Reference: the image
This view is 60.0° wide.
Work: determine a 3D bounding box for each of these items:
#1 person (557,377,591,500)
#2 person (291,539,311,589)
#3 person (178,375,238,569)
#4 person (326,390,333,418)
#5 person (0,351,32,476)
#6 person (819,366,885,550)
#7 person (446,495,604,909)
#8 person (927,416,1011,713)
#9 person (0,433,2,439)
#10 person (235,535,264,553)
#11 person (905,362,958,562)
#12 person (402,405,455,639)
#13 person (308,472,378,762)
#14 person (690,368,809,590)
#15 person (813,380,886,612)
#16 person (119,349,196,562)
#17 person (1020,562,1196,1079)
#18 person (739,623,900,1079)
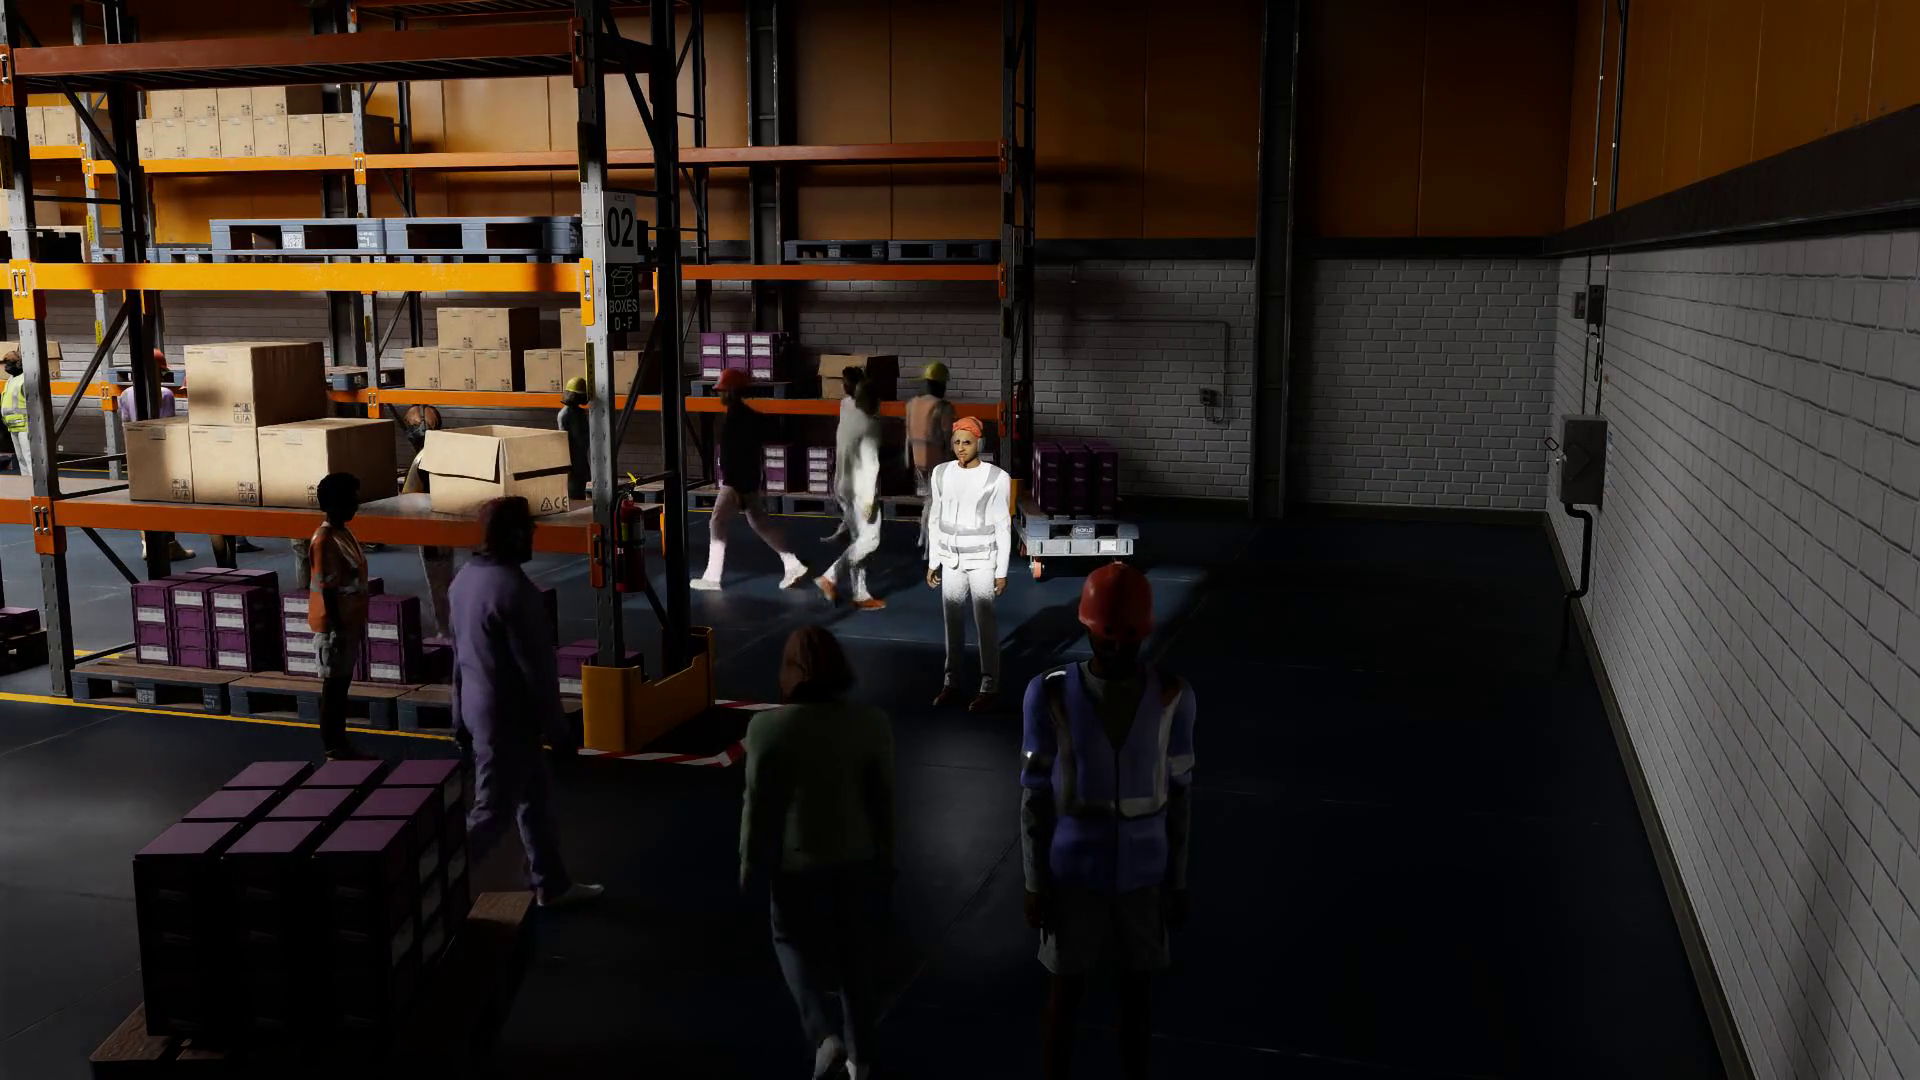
[{"bbox_3d":[-3.772,-0.737,16.402,0.311,1.735,0.483,2,9,11],"label":"person"},{"bbox_3d":[-5.155,-0.272,13.259,0.588,1.835,0.403,-5,11,-30],"label":"person"},{"bbox_3d":[-6.559,-0.525,14.491,0.375,1.935,0.550,-1,9,-4],"label":"person"},{"bbox_3d":[-6.752,-0.969,17.288,0.549,1.916,0.755,-9,13,-42],"label":"person"},{"bbox_3d":[-11.059,-1.315,19.638,0.624,1.836,0.429,9,13,42],"label":"person"},{"bbox_3d":[-1.106,-0.806,16.532,0.925,1.824,0.554,-8,12,-40],"label":"person"},{"bbox_3d":[-1.957,0.746,6.963,0.928,1.871,0.643,-6,11,-34],"label":"person"},{"bbox_3d":[0.057,0.150,10.559,0.579,1.879,0.349,6,11,31],"label":"person"},{"bbox_3d":[-11.433,-1.316,18.997,0.916,2.000,0.682,3,10,18],"label":"person"},{"bbox_3d":[-7.120,-0.755,16.447,0.518,1.756,0.345,7,12,38],"label":"person"},{"bbox_3d":[-0.233,-0.742,15.900,0.605,1.907,0.445,8,12,40],"label":"person"},{"bbox_3d":[-3.774,-0.048,11.903,0.429,1.837,0.621,-3,10,-15],"label":"person"},{"bbox_3d":[-3.417,0.468,9.181,0.320,1.692,0.531,-2,9,-11],"label":"person"},{"bbox_3d":[-1.835,-0.516,14.410,0.997,1.956,0.615,3,10,16],"label":"person"},{"bbox_3d":[-0.910,-0.353,13.575,0.698,1.893,0.673,-6,11,-32],"label":"person"},{"bbox_3d":[-7.682,-0.807,15.918,0.605,2.034,0.391,3,10,17],"label":"person"},{"bbox_3d":[0.457,1.015,5.119,0.543,1.933,0.363,-1,9,-5],"label":"person"},{"bbox_3d":[-0.455,1.094,5.594,0.573,1.618,0.443,-3,10,-16],"label":"person"}]
